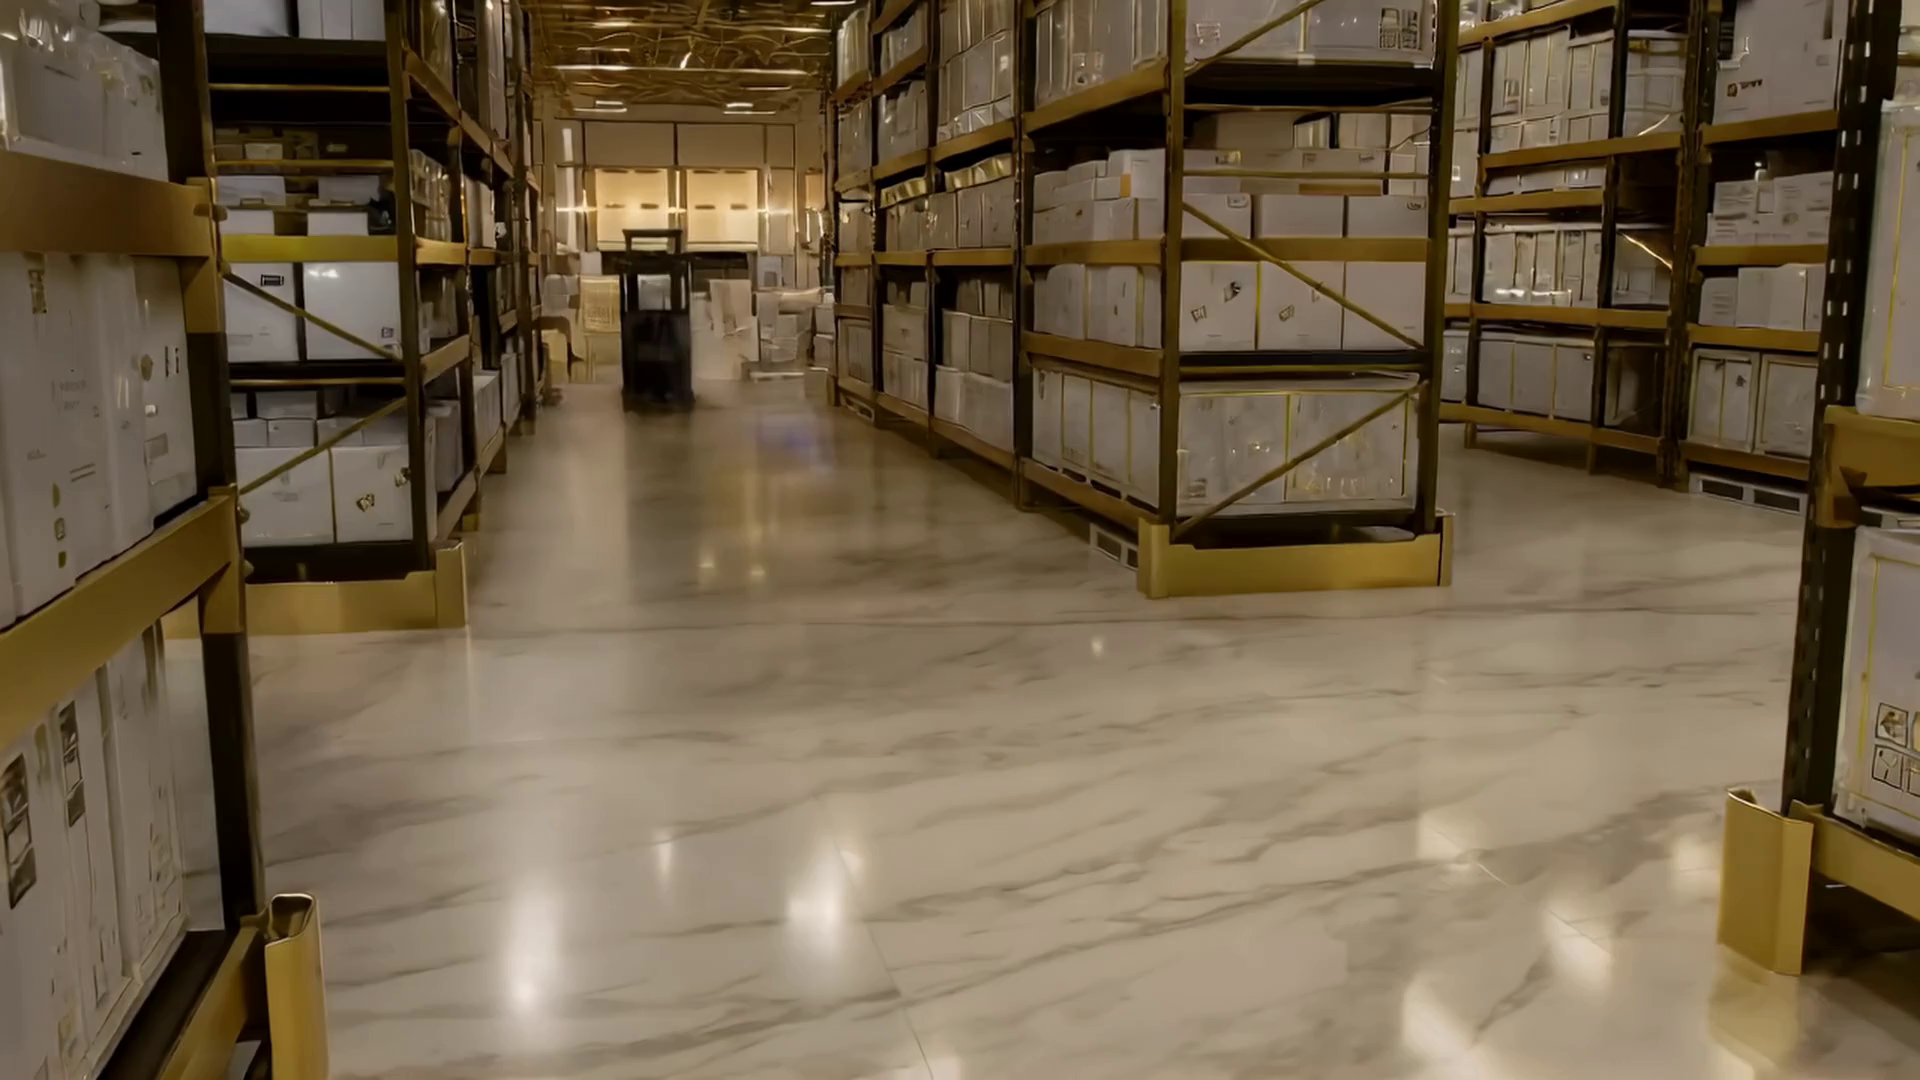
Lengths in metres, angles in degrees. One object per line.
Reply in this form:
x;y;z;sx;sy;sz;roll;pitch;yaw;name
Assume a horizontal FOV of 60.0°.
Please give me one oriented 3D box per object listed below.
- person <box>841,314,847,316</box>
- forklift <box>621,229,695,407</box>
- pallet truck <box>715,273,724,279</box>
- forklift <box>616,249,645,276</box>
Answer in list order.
-2.577;-4.877;38.347;0.433;1.623;0.540;-3;10;-20;person
-4.928;-3.613;26.844;1.129;2.768;1.873;-2;10;-12;forklift
-8.580;-8.986;62.280;1.885;1.965;0.823;1;9;5;pallet truck
-11.332;-8.624;57.390;1.129;2.768;1.873;-8;12;-39;forklift
